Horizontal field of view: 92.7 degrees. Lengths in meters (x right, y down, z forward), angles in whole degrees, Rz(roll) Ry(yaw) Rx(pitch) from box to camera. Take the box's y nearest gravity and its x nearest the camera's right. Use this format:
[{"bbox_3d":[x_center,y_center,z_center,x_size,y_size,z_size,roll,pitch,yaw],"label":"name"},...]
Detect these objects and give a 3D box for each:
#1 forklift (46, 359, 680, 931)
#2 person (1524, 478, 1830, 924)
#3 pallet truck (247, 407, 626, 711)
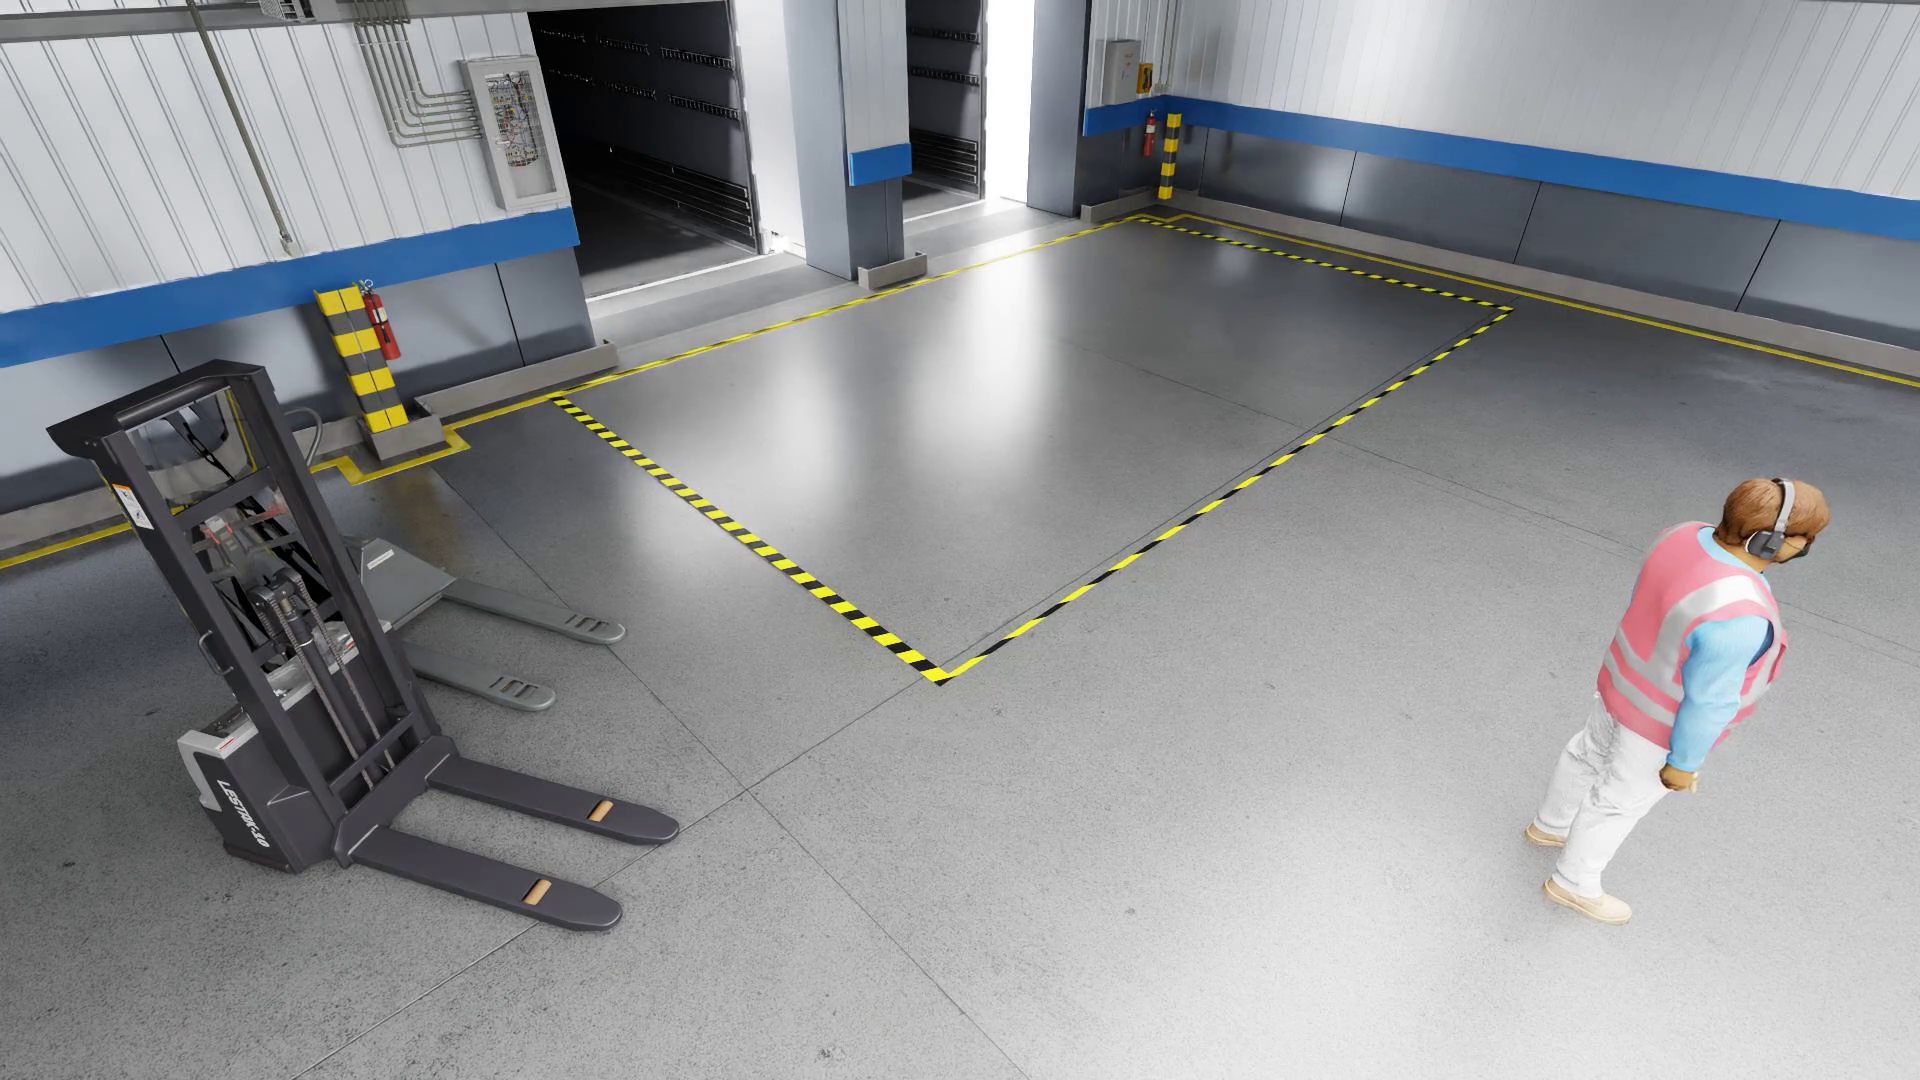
[{"bbox_3d":[-2.135,0.422,3.354,1.885,1.965,0.823,10,35,14],"label":"forklift"},{"bbox_3d":[2.482,0.592,3.241,0.429,1.844,0.626,9,35,13],"label":"person"},{"bbox_3d":[-2.628,0.038,4.590,1.601,1.201,0.680,12,36,18],"label":"pallet truck"}]
